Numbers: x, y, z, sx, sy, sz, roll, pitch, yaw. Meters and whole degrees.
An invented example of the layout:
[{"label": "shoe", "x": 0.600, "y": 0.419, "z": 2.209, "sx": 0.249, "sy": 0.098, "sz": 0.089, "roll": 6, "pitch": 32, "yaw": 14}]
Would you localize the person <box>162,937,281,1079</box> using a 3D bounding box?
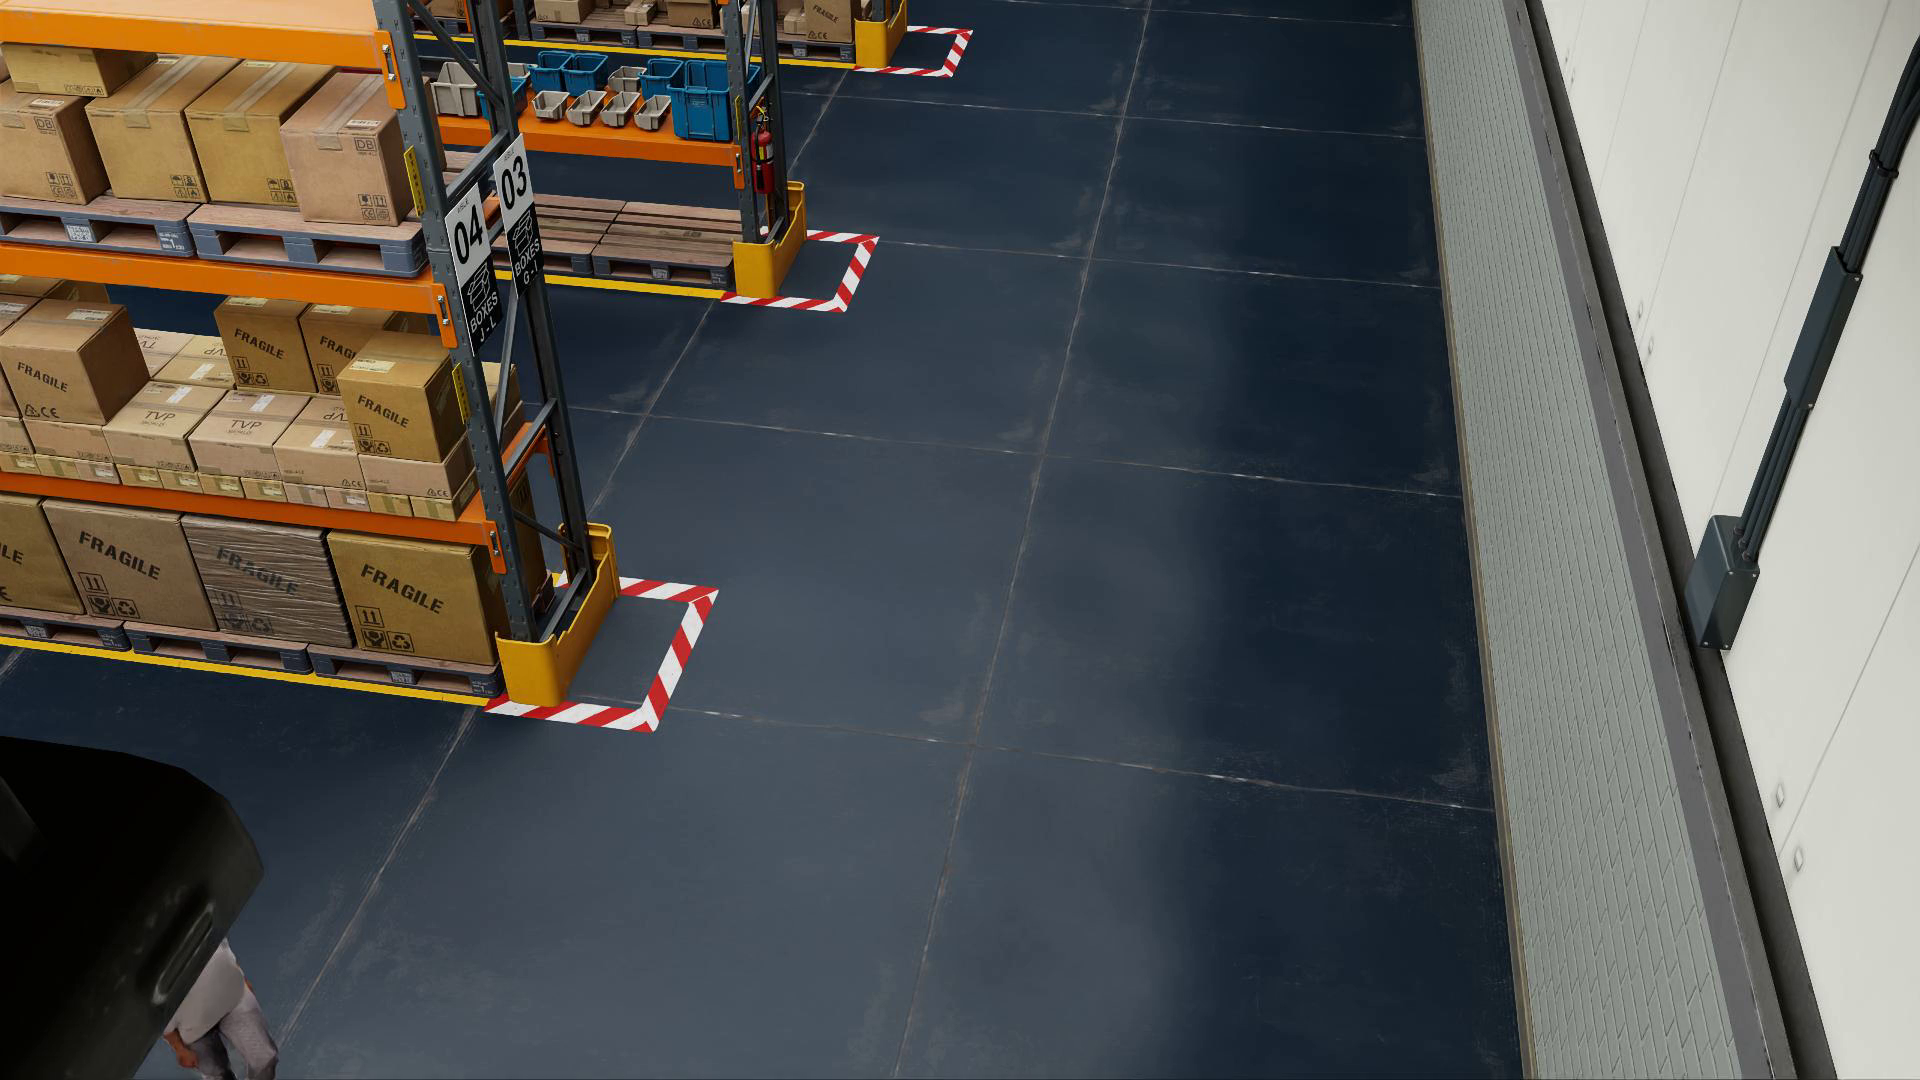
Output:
[{"label": "person", "x": -3.371, "y": 2.032, "z": 7.316, "sx": 0.734, "sy": 1.676, "sz": 0.718, "roll": 22, "pitch": 43, "yaw": 25}]
